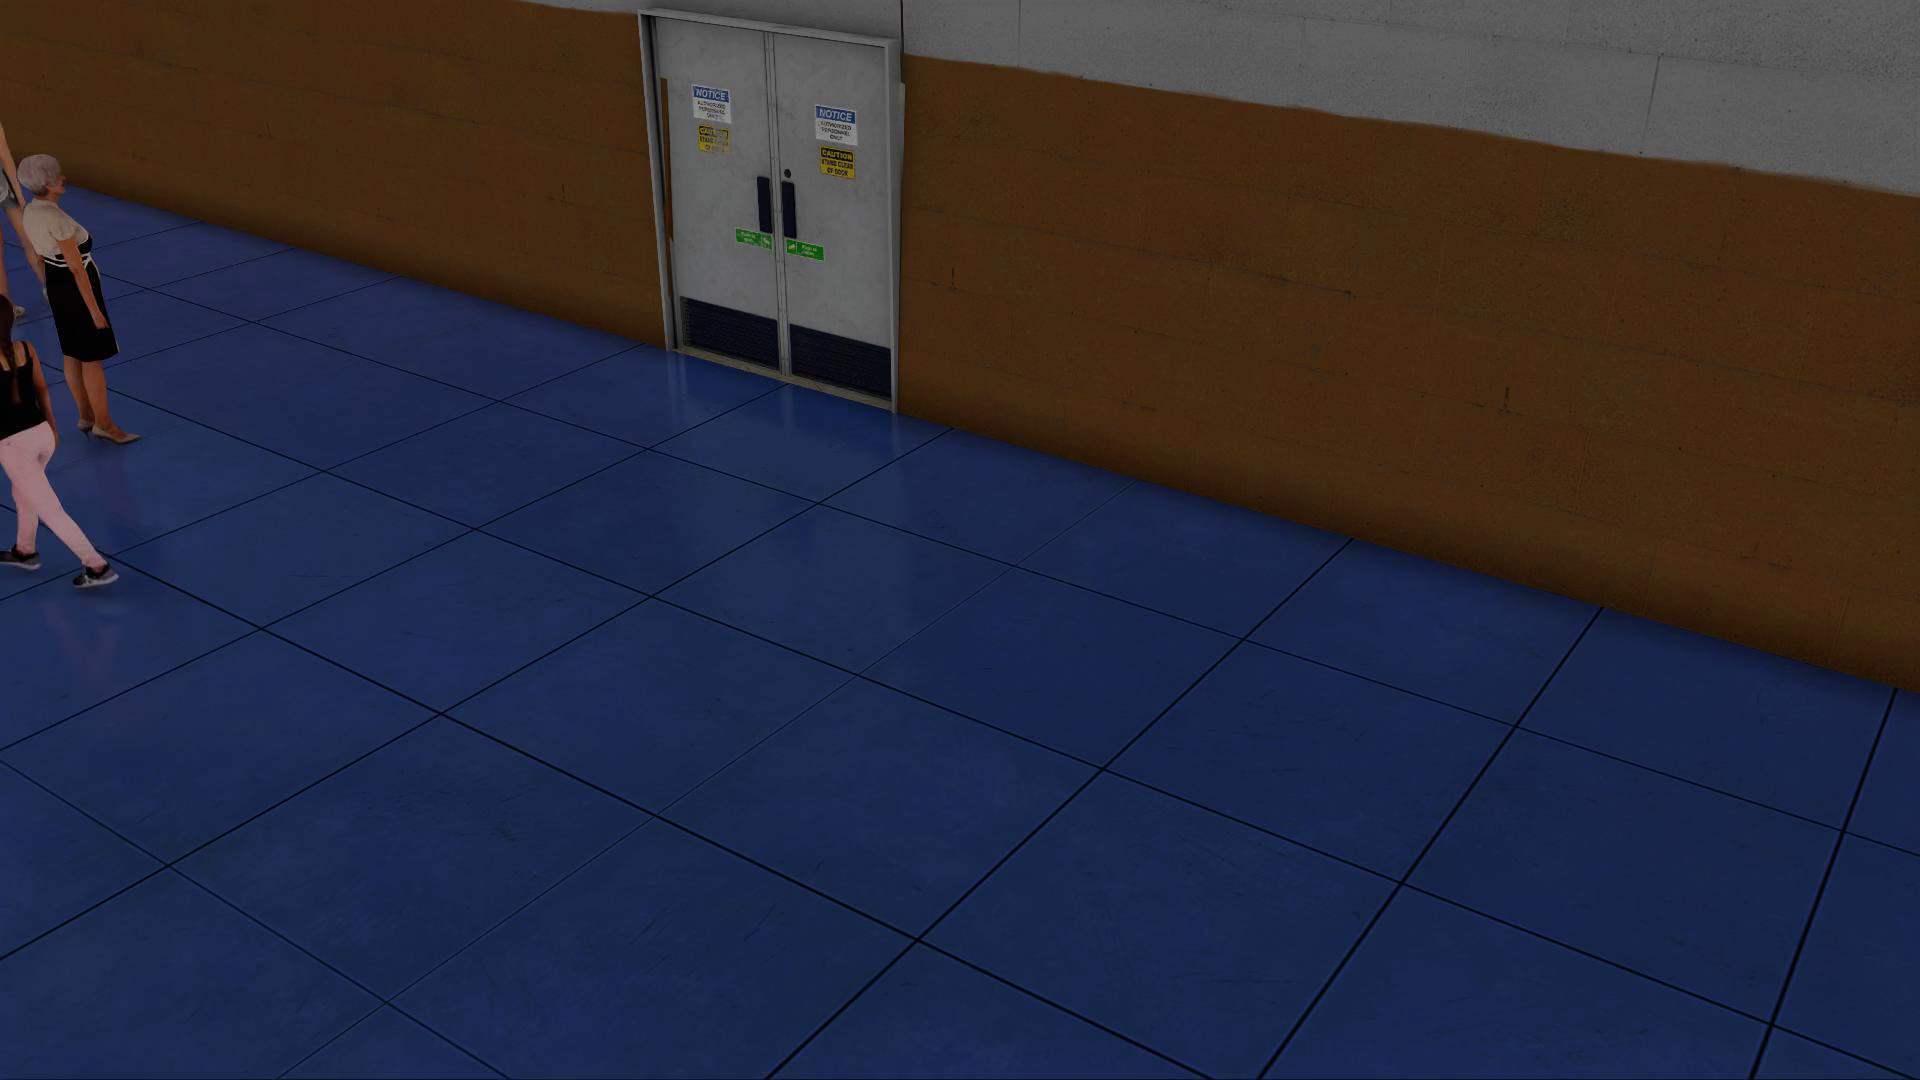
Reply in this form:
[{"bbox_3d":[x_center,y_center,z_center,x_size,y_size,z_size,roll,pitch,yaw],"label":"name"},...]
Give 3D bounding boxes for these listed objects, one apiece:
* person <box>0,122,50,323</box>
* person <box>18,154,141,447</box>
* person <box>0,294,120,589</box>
[{"bbox_3d":[-6.896,-2.394,11.805,0.922,1.739,1.020,-2,27,-3],"label":"person"},{"bbox_3d":[-5.245,-1.401,9.830,0.652,1.754,0.545,21,33,35],"label":"person"},{"bbox_3d":[-4.557,-0.444,8.197,0.863,1.526,1.030,5,27,10],"label":"person"}]
